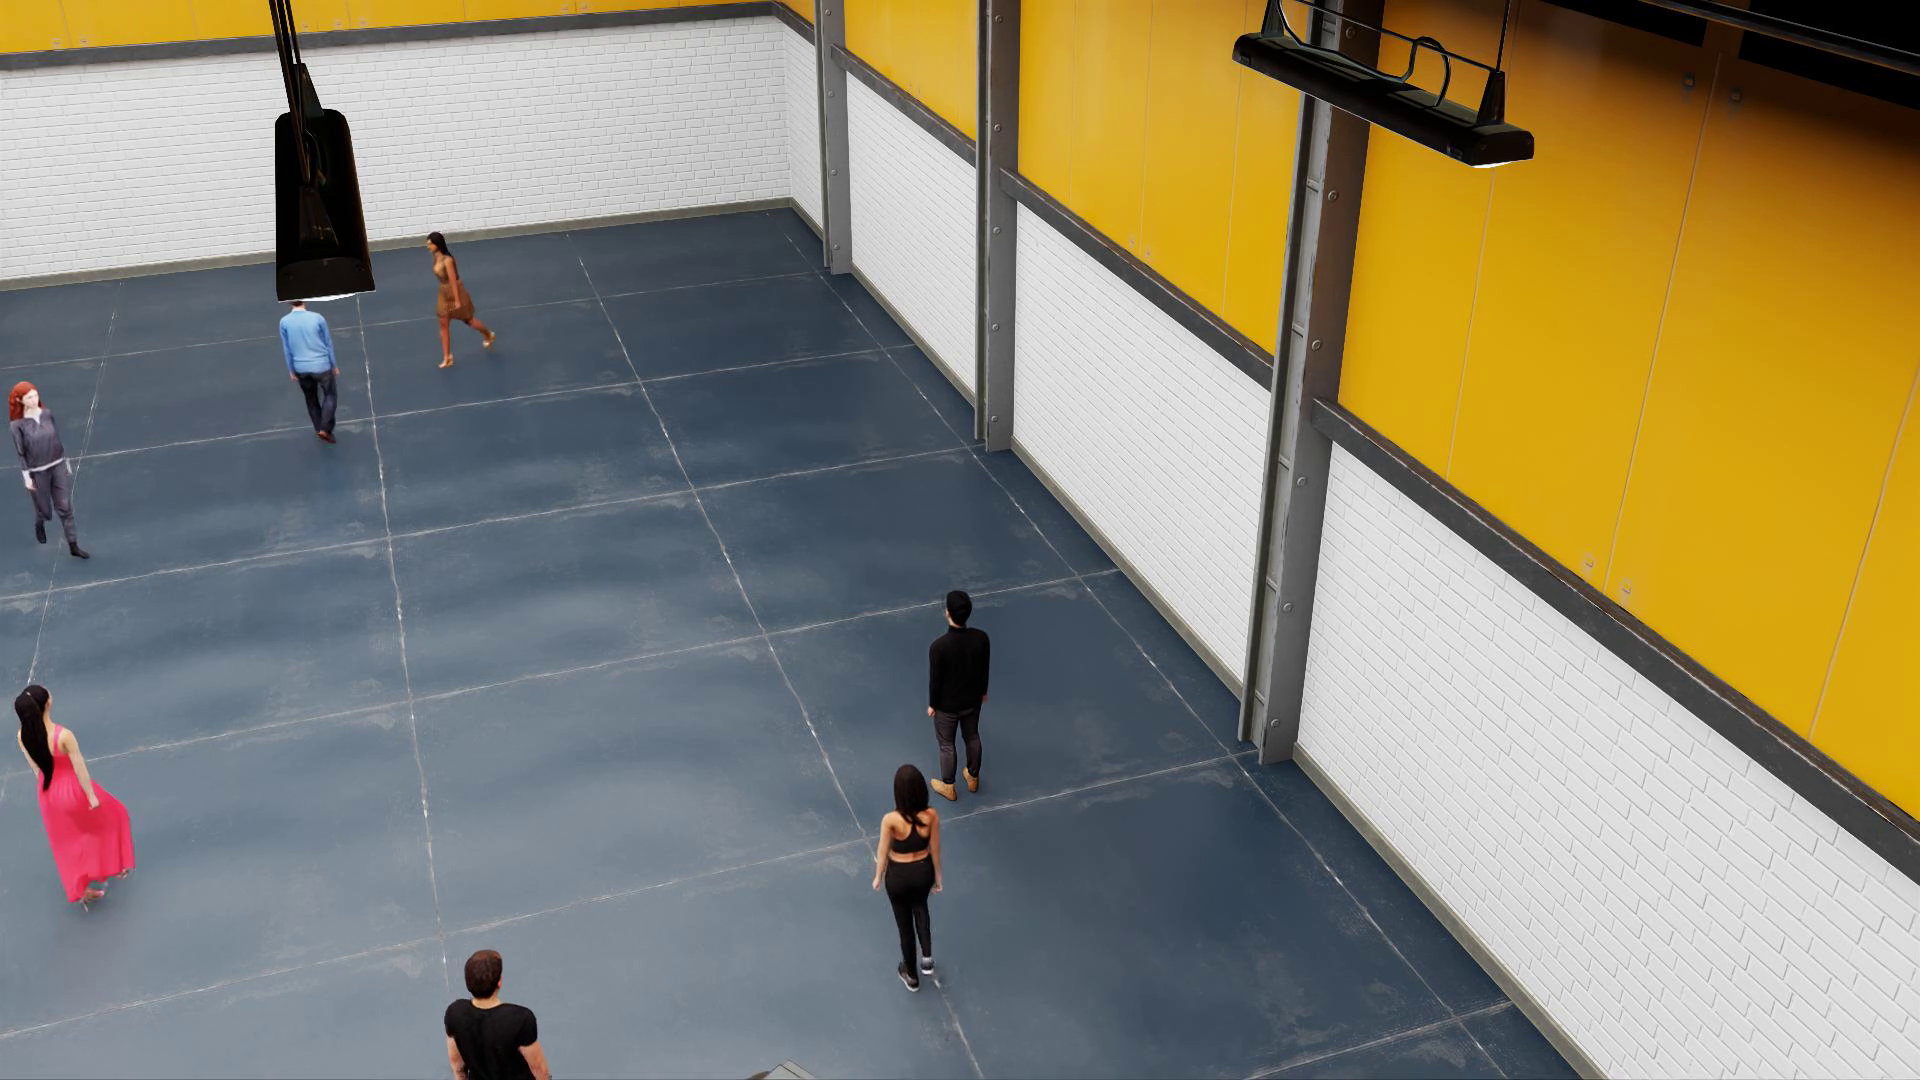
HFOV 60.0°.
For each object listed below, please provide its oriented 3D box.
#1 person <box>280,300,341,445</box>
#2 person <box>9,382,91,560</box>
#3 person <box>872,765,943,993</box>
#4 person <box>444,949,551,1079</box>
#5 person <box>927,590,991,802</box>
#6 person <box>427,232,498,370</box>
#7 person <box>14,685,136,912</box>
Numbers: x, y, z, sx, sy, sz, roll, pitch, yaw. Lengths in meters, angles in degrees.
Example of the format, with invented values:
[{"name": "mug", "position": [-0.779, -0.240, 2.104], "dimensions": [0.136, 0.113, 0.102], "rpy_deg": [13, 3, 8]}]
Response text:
[{"name": "person", "position": [-6.862, -1.821, 17.602], "dimensions": [0.772, 1.805, 0.910], "rpy_deg": [-4, 29, -7]}, {"name": "person", "position": [-8.558, -0.647, 15.489], "dimensions": [0.979, 1.769, 0.881], "rpy_deg": [17, 33, 29]}, {"name": "person", "position": [-0.291, 2.181, 10.448], "dimensions": [0.567, 1.631, 0.558], "rpy_deg": [-11, 31, -20]}, {"name": "person", "position": [-2.447, 2.975, 8.767], "dimensions": [0.907, 1.847, 1.008], "rpy_deg": [5, 29, 10]}, {"name": "person", "position": [-0.017, 1.140, 12.260], "dimensions": [0.679, 1.723, 0.575], "rpy_deg": [-14, 32, -24]}, {"name": "person", "position": [-5.923, -2.860, 19.683], "dimensions": [1.078, 1.636, 0.996], "rpy_deg": [22, 35, 34]}, {"name": "person", "position": [-6.018, 1.774, 11.115], "dimensions": [0.782, 1.706, 0.886], "rpy_deg": [3, 29, 6]}]
